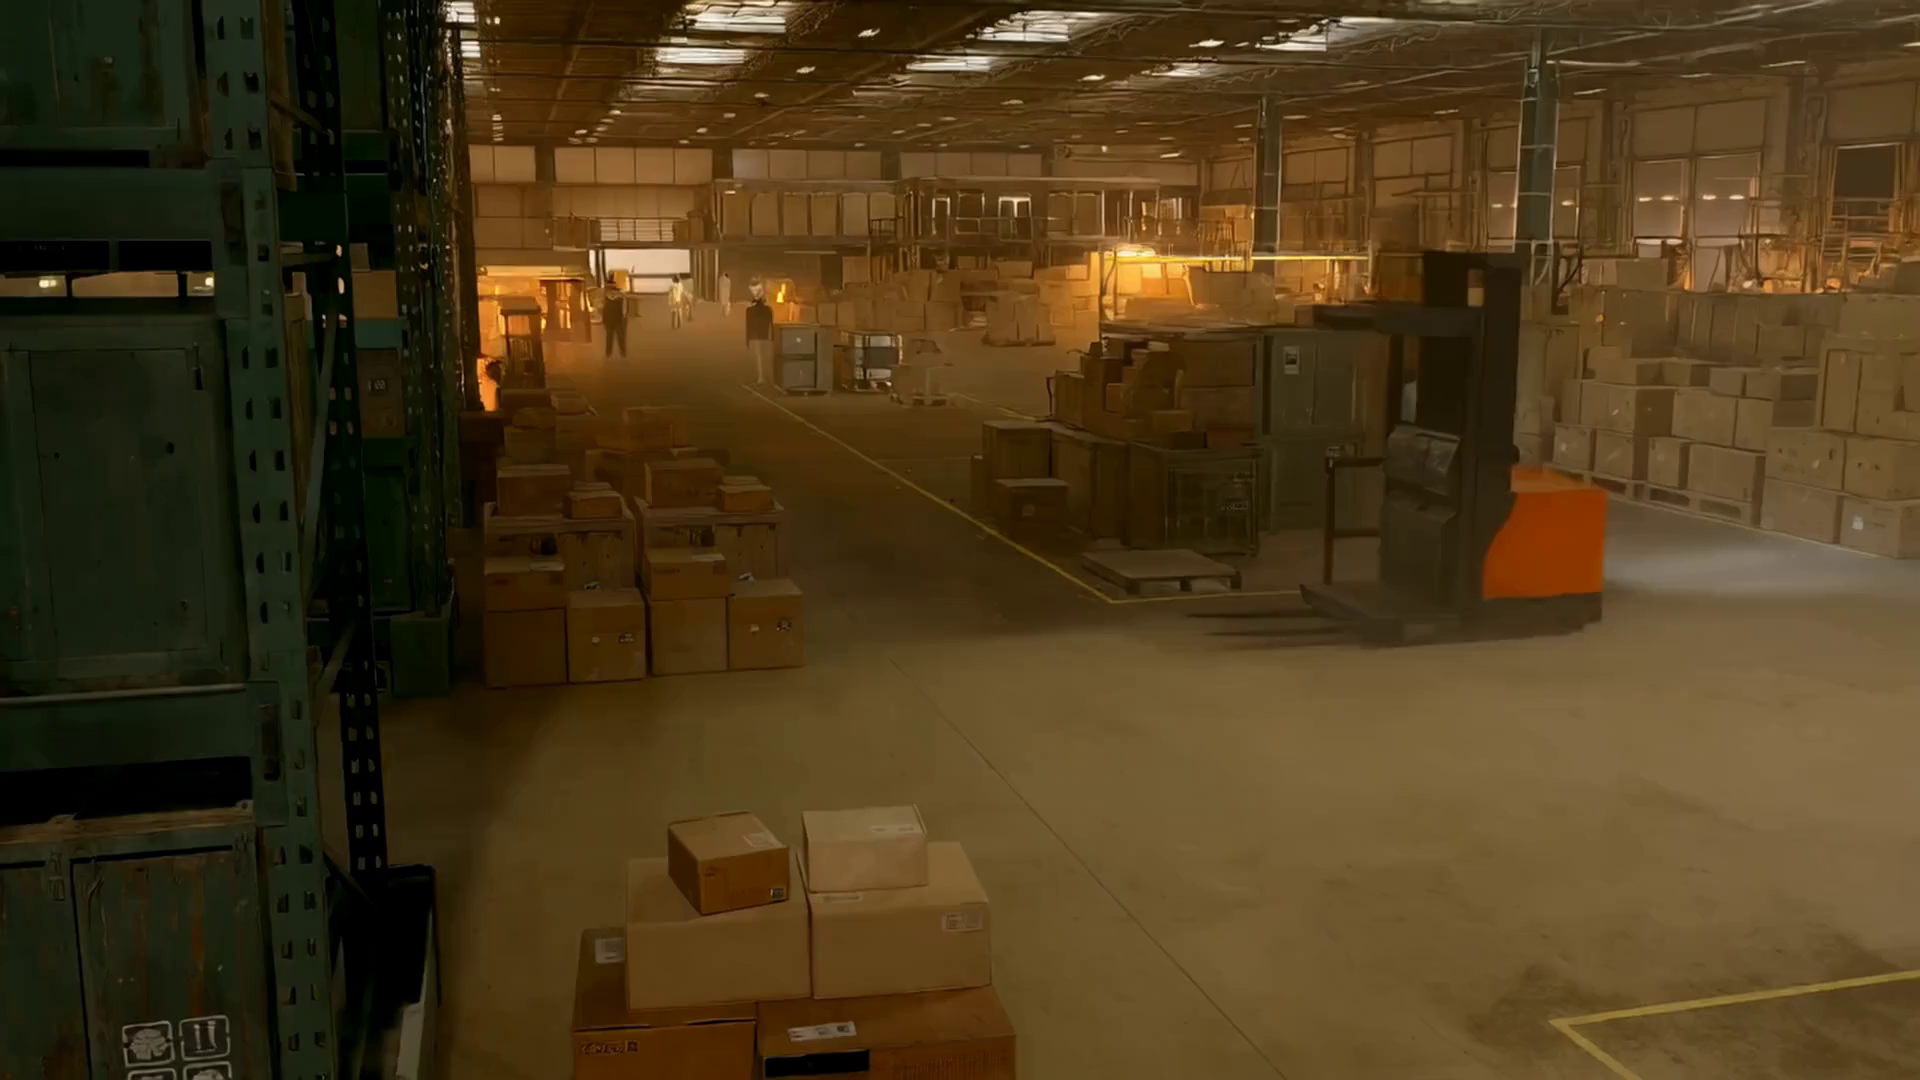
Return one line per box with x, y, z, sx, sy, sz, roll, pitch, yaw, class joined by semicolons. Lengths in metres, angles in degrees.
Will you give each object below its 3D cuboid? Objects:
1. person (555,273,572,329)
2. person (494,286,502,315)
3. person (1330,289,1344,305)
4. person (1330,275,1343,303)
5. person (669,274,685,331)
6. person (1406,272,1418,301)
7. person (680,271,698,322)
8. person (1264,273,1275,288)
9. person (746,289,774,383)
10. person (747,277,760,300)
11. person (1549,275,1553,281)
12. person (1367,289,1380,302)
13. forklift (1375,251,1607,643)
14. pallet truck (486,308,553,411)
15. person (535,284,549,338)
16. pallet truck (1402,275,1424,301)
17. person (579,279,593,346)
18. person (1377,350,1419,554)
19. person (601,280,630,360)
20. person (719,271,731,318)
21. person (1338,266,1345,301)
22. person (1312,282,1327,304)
-13.779;-8.294;57.810;0.542;1.938;0.357;-3;11;-18;person
-14.523;-7.226;52.674;0.617;1.609;0.508;-3;10;-14;person
8.813;-4.913;38.820;0.355;1.883;0.573;-8;13;-37;person
14.326;-9.183;63.270;0.952;1.797;0.628;-7;12;-35;person
-9.686;-8.121;56.873;0.583;1.917;0.544;-3;10;-17;person
21.029;-11.630;77.429;0.499;1.681;0.927;-6;12;-32;person
-10.368;-9.360;63.888;0.611;1.916;0.988;5;11;27;person
10.865;-8.574;59.467;0.655;1.906;0.900;-8;13;-39;person
-4.228;-4.308;35.101;0.629;1.980;0.609;-3;11;-19;person
-7.684;-8.930;61.969;0.548;1.728;0.807;-5;11;-26;person
20.406;-8.203;57.469;1.012;1.882;0.563;7;12;33;person
9.236;-4.685;37.445;0.395;1.919;0.582;3;10;17;person
3.784;-0.750;12.420;1.873;2.768;1.129;-3;10;-15;forklift
-6.242;-2.418;24.362;0.823;1.965;1.885;1;10;3;pallet truck
-13.183;-7.232;52.477;0.320;1.695;0.537;4;11;23;person
14.620;-7.324;52.145;0.823;1.965;1.885;8;13;40;pallet truck
-10.797;-6.560;48.038;0.392;1.920;0.587;-1;10;-3;person
4.104;-0.809;15.454;0.374;1.927;0.542;8;13;37;person
-8.692;-5.530;41.862;0.743;2.000;0.535;0;10;1;person
-9.471;-9.881;67.004;0.518;1.865;0.329;-4;11;-21;person
18.090;-12.023;78.935;0.483;1.932;0.614;6;11;29;person
11.944;-7.716;55.247;0.533;1.690;0.321;8;13;37;person
